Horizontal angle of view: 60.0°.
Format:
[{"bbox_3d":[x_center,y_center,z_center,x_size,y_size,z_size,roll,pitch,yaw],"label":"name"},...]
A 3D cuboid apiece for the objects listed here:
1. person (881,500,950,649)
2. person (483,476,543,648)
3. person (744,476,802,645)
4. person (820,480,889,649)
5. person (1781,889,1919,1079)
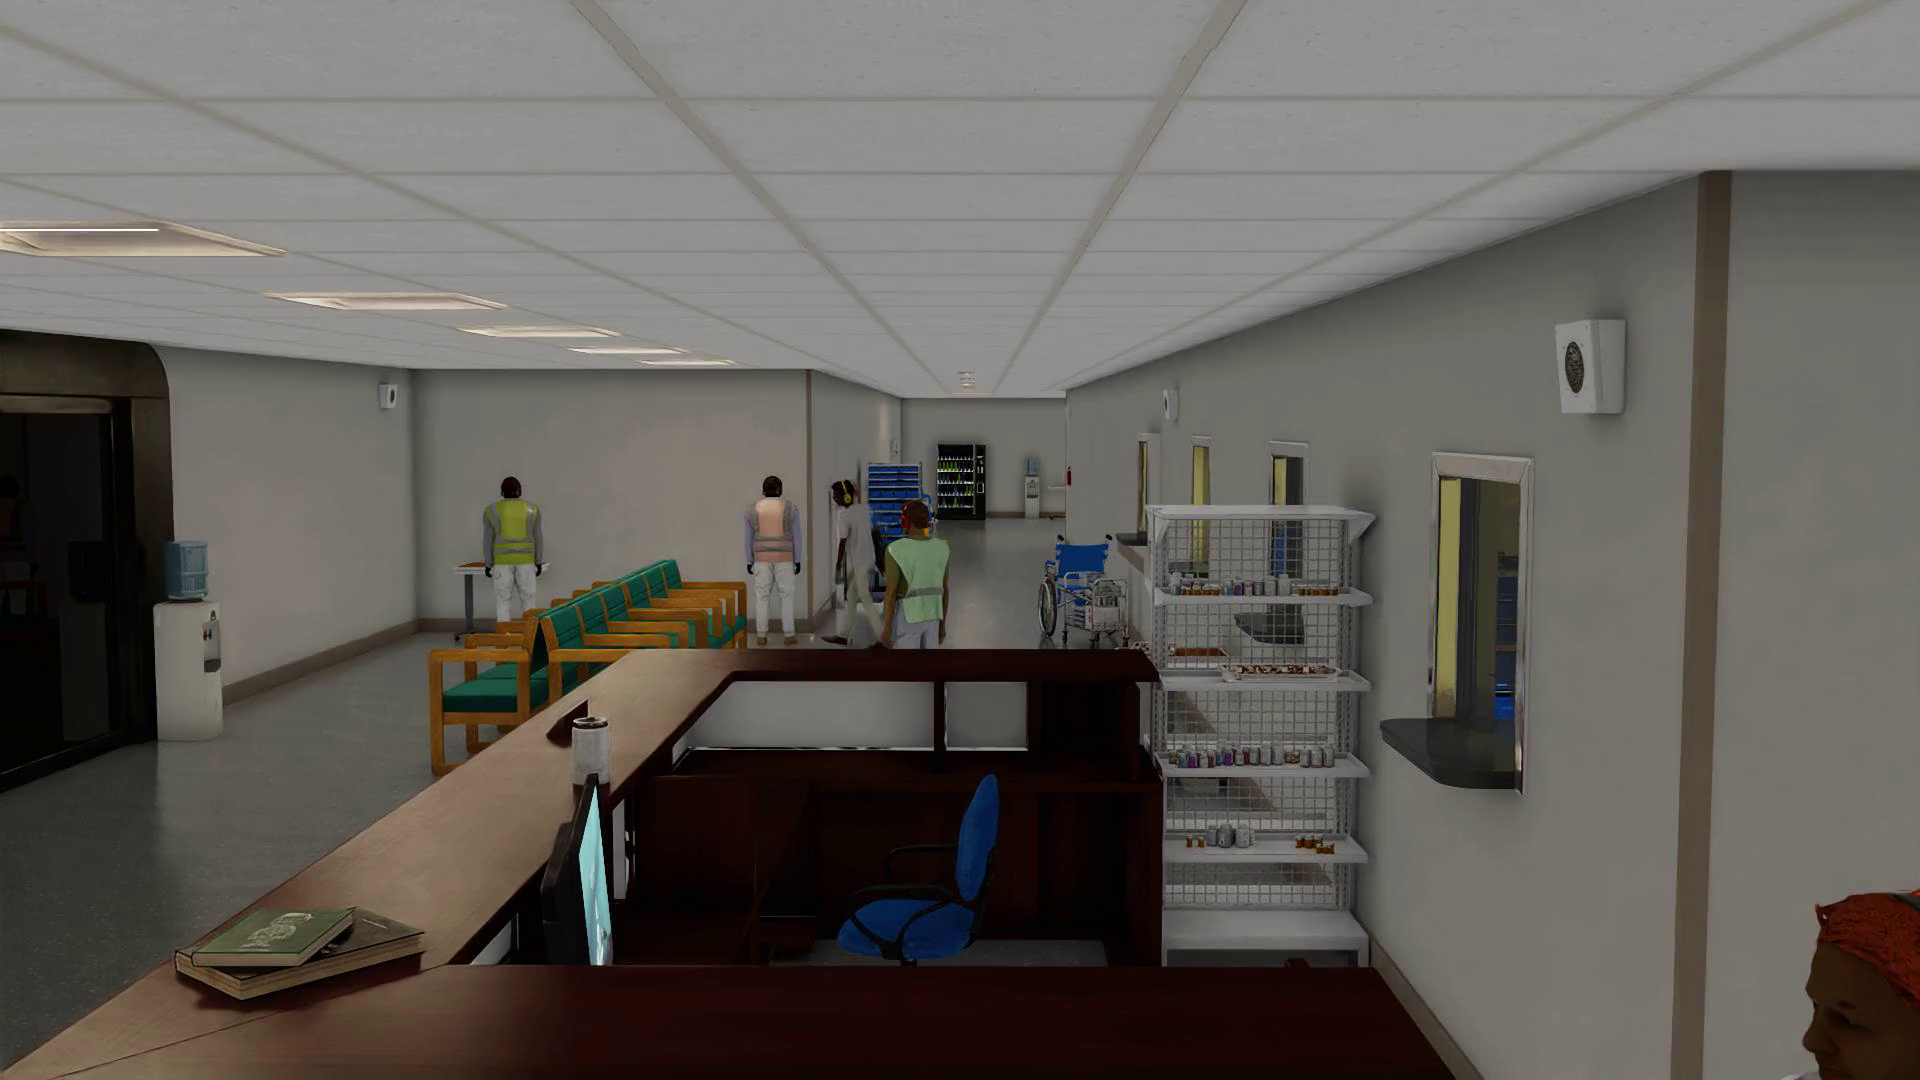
[{"bbox_3d":[-0.311,0.623,12.360,0.560,1.839,0.396,-3,5,-39],"label":"person"},{"bbox_3d":[-4.751,0.244,17.694,0.621,1.837,0.429,-1,4,-18],"label":"person"},{"bbox_3d":[-2.011,0.224,17.967,0.621,1.837,0.429,0,4,1],"label":"person"},{"bbox_3d":[-1.124,0.267,17.494,0.874,1.809,0.600,2,4,24],"label":"person"},{"bbox_3d":[1.216,1.353,2.172,1.007,1.833,0.593,0,4,-7],"label":"person"}]
